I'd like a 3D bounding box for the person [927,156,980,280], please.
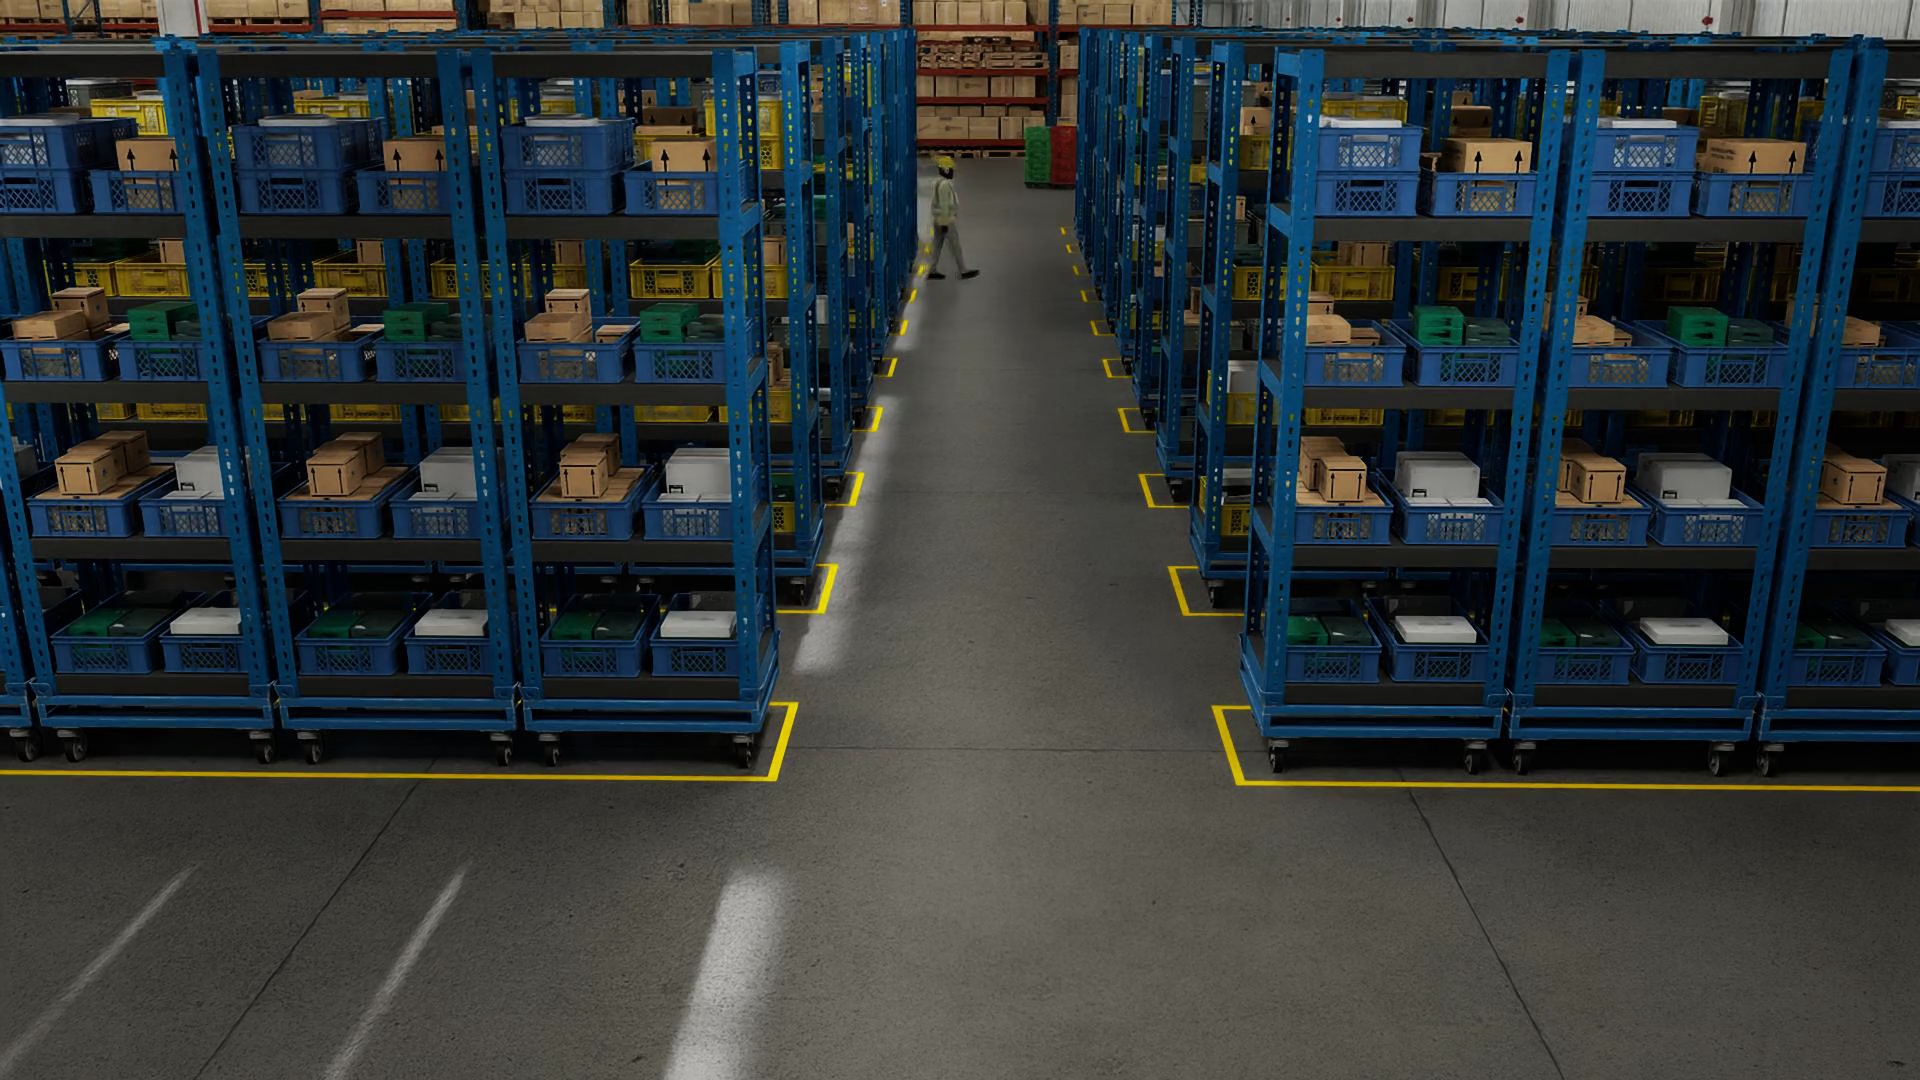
[{"bbox_3d":[-0.130,-4.725,24.477,0.790,1.794,0.611,-5,18,-15],"label":"person"}]
